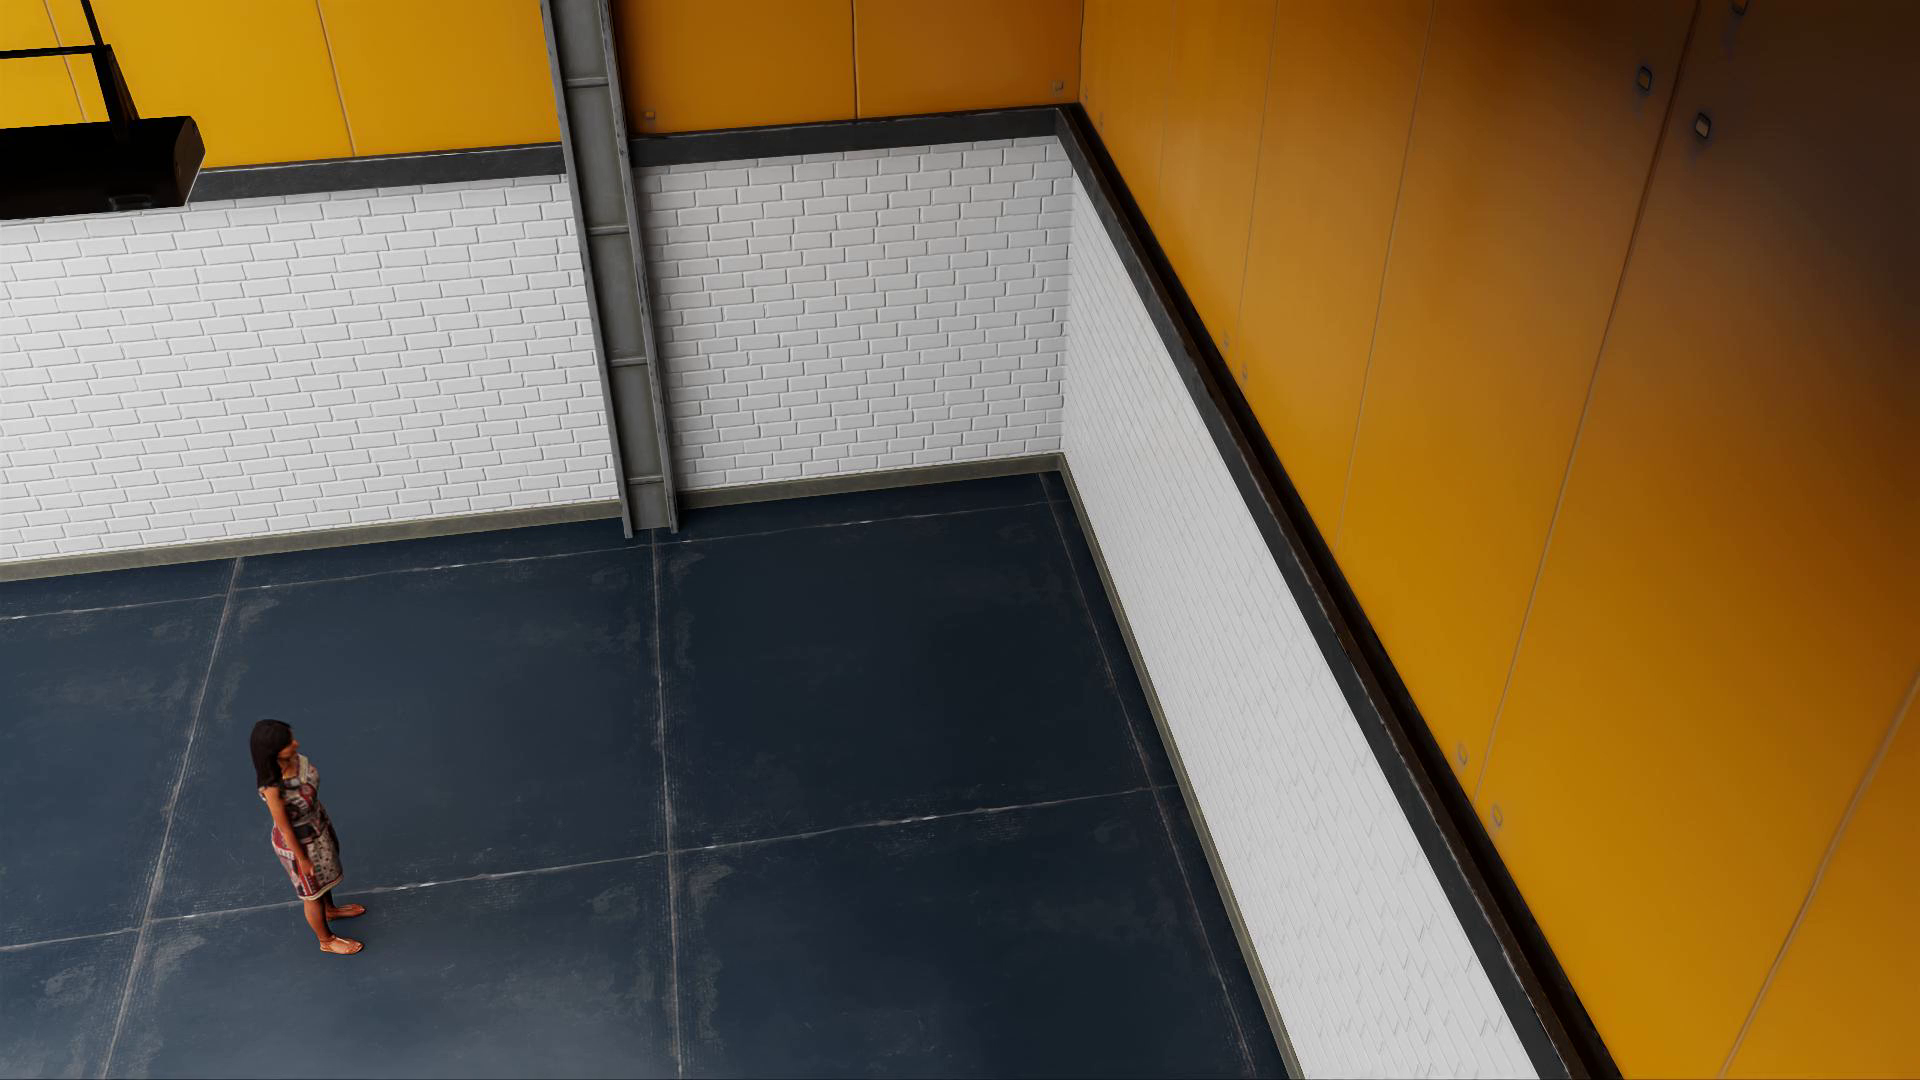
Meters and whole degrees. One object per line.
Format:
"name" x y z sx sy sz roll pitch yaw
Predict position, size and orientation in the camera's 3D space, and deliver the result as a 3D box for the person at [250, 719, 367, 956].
"person" -3.572 1.592 9.031 0.506 1.645 0.642 -6 39 -8
